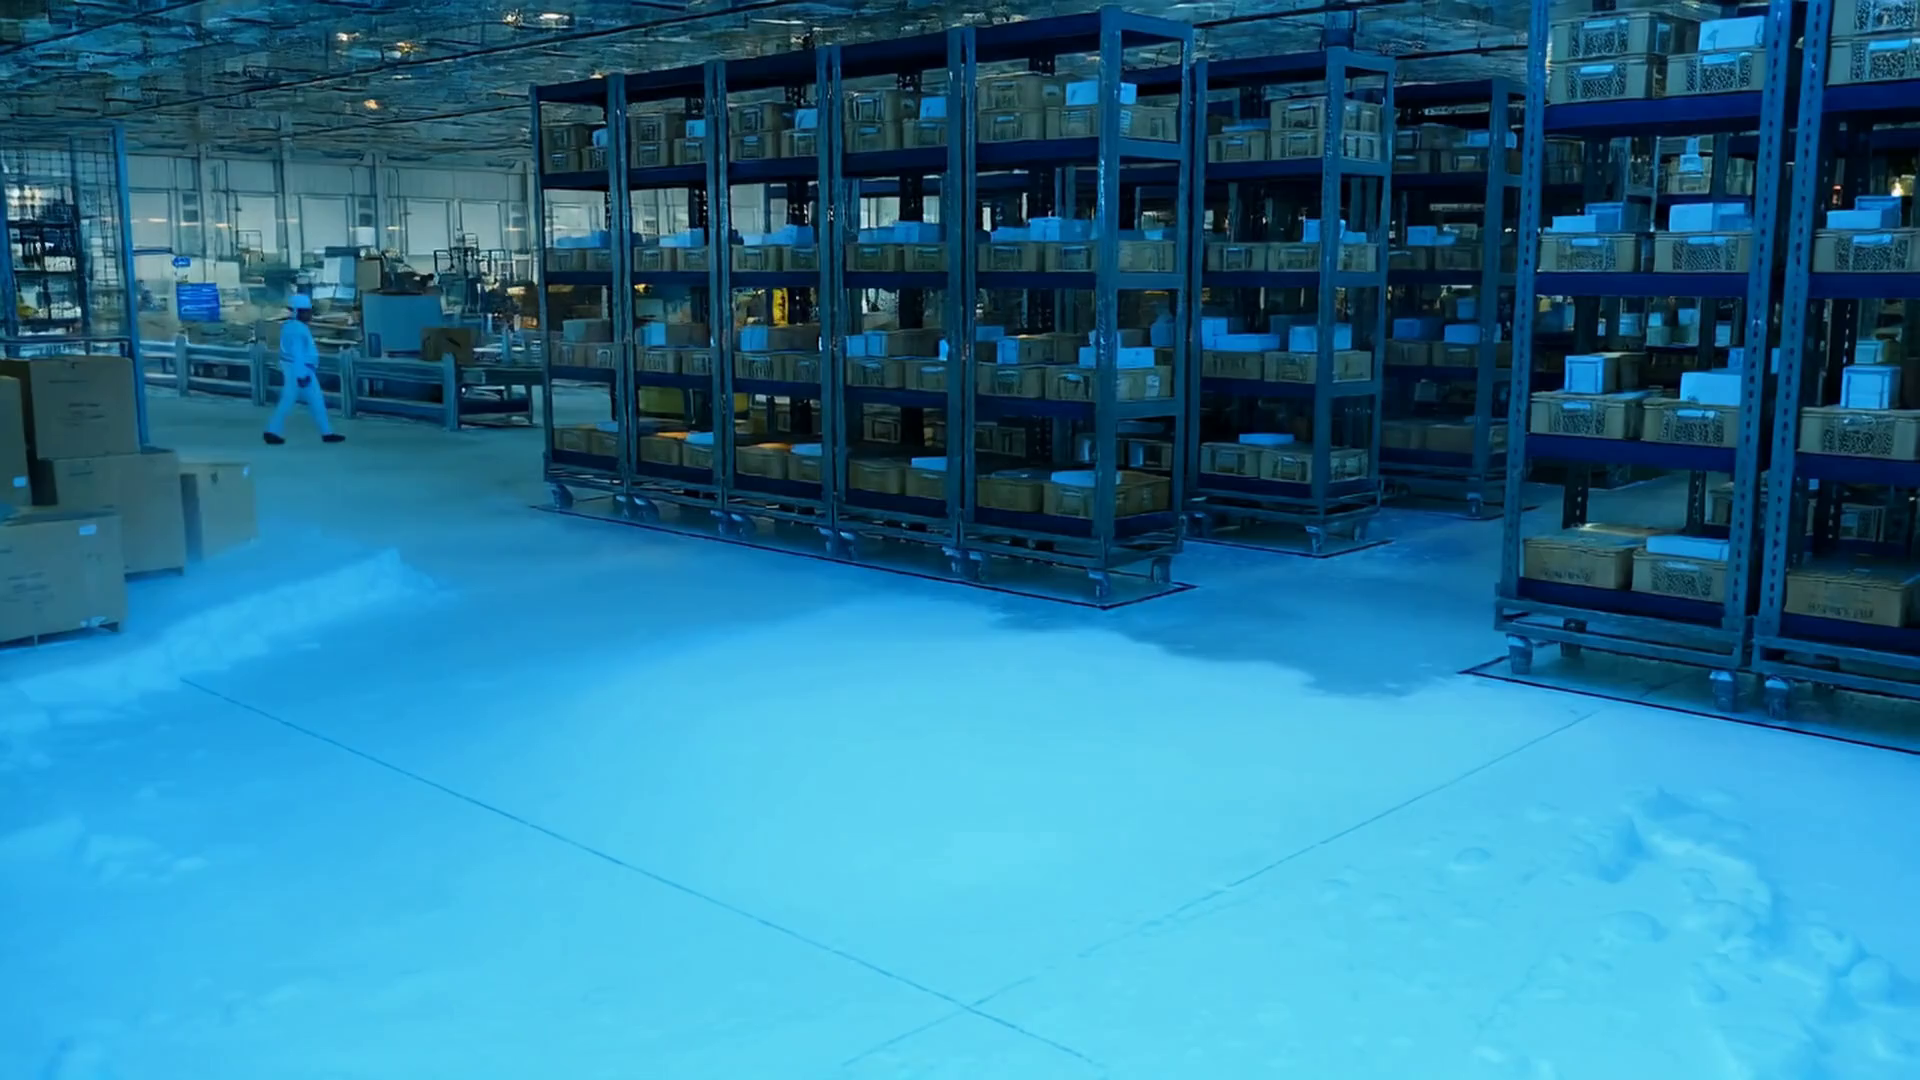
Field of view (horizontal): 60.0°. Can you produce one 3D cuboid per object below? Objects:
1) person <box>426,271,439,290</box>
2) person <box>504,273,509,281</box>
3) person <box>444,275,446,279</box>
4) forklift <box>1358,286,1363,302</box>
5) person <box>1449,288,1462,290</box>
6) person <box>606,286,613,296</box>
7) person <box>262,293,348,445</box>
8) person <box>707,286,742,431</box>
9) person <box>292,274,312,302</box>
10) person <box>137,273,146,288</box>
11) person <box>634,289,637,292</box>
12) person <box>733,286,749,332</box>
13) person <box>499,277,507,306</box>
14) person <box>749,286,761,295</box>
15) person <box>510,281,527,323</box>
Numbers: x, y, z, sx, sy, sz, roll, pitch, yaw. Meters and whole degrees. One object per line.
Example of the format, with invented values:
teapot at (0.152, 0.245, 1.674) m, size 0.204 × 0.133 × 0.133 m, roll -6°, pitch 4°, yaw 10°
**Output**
person at (-18.751, -8.588, 59.303) m, size 0.612 × 1.994 × 0.394 m, roll 5°, pitch 11°, yaw 30°
person at (-23.299, -12.784, 85.388) m, size 0.991 × 1.881 × 0.649 m, roll -6°, pitch 11°, yaw -35°
person at (-23.188, -11.054, 74.984) m, size 0.971 × 1.826 × 0.499 m, roll -4°, pitch 10°, yaw -23°
forklift at (11.100, -7.017, 46.970) m, size 1.873 × 2.768 × 1.129 m, roll 9°, pitch 13°, yaw 43°
person at (16.076, -7.673, 54.085) m, size 0.886 × 1.873 × 0.638 m, roll 9°, pitch 13°, yaw 44°
person at (-12.731, -8.728, 60.837) m, size 0.947 × 1.781 × 0.614 m, roll -3°, pitch 10°, yaw -19°
person at (-7.815, -2.009, 19.614) m, size 0.932 × 1.789 × 0.608 m, roll -2°, pitch 9°, yaw -10°
person at (-2.604, -1.898, 18.585) m, size 0.402 × 1.898 × 0.652 m, roll -7°, pitch 11°, yaw -35°
person at (-24.579, -9.070, 62.124) m, size 0.676 × 2.000 × 0.536 m, roll -4°, pitch 10°, yaw -25°
person at (-35.110, -10.531, 71.533) m, size 0.967 × 1.911 × 0.635 m, roll -2°, pitch 9°, yaw -11°
person at (-16.549, -12.558, 83.881) m, size 0.587 × 1.920 × 0.392 m, roll 3°, pitch 10°, yaw 18°
person at (-4.740, -4.495, 34.973) m, size 0.526 × 1.743 × 0.735 m, roll 3°, pitch 10°, yaw 18°
person at (-18.345, -9.709, 66.904) m, size 0.321 × 1.761 × 0.522 m, roll -7°, pitch 12°, yaw -37°
person at (-9.402, -11.392, 76.584) m, size 0.612 × 1.965 × 0.362 m, roll -6°, pitch 11°, yaw -34°
person at (-15.664, -8.337, 58.881) m, size 0.584 × 1.633 × 0.910 m, roll 6°, pitch 11°, yaw 33°
